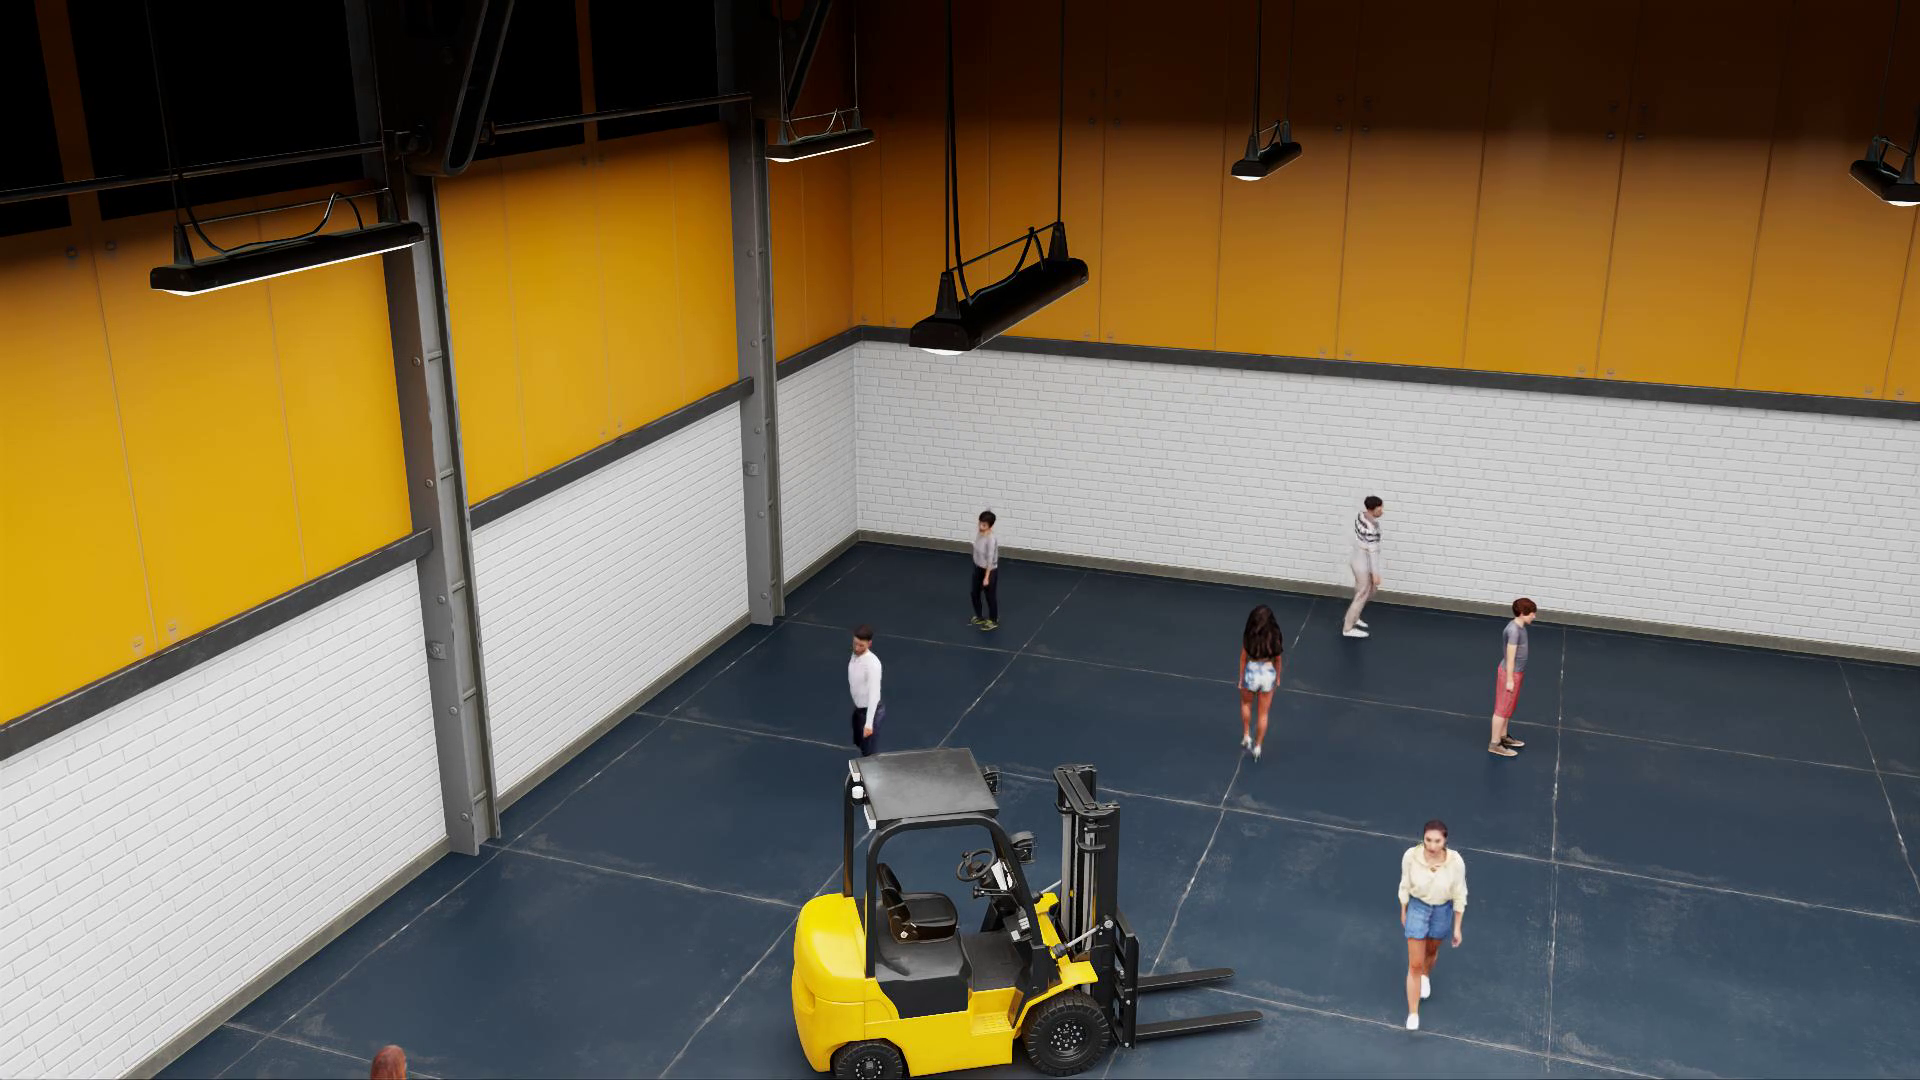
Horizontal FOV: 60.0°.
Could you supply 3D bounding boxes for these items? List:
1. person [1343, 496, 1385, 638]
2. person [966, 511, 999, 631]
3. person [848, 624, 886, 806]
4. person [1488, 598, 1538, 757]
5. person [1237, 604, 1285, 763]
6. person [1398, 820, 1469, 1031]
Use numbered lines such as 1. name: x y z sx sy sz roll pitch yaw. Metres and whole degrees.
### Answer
1. person: 4.750 0.305 19.667 0.910 1.813 0.679 -3 19 -8
2. person: 0.330 0.359 19.956 0.746 1.526 0.700 -7 20 -19
3. person: -0.838 1.604 15.765 0.966 1.841 0.897 -3 19 -10
4. person: 5.561 1.354 16.810 0.666 1.649 0.520 10 21 28
5. person: 2.983 1.453 16.575 0.682 1.611 0.733 1 19 3
6. person: 3.554 2.822 12.554 0.694 1.584 1.095 5 19 15
